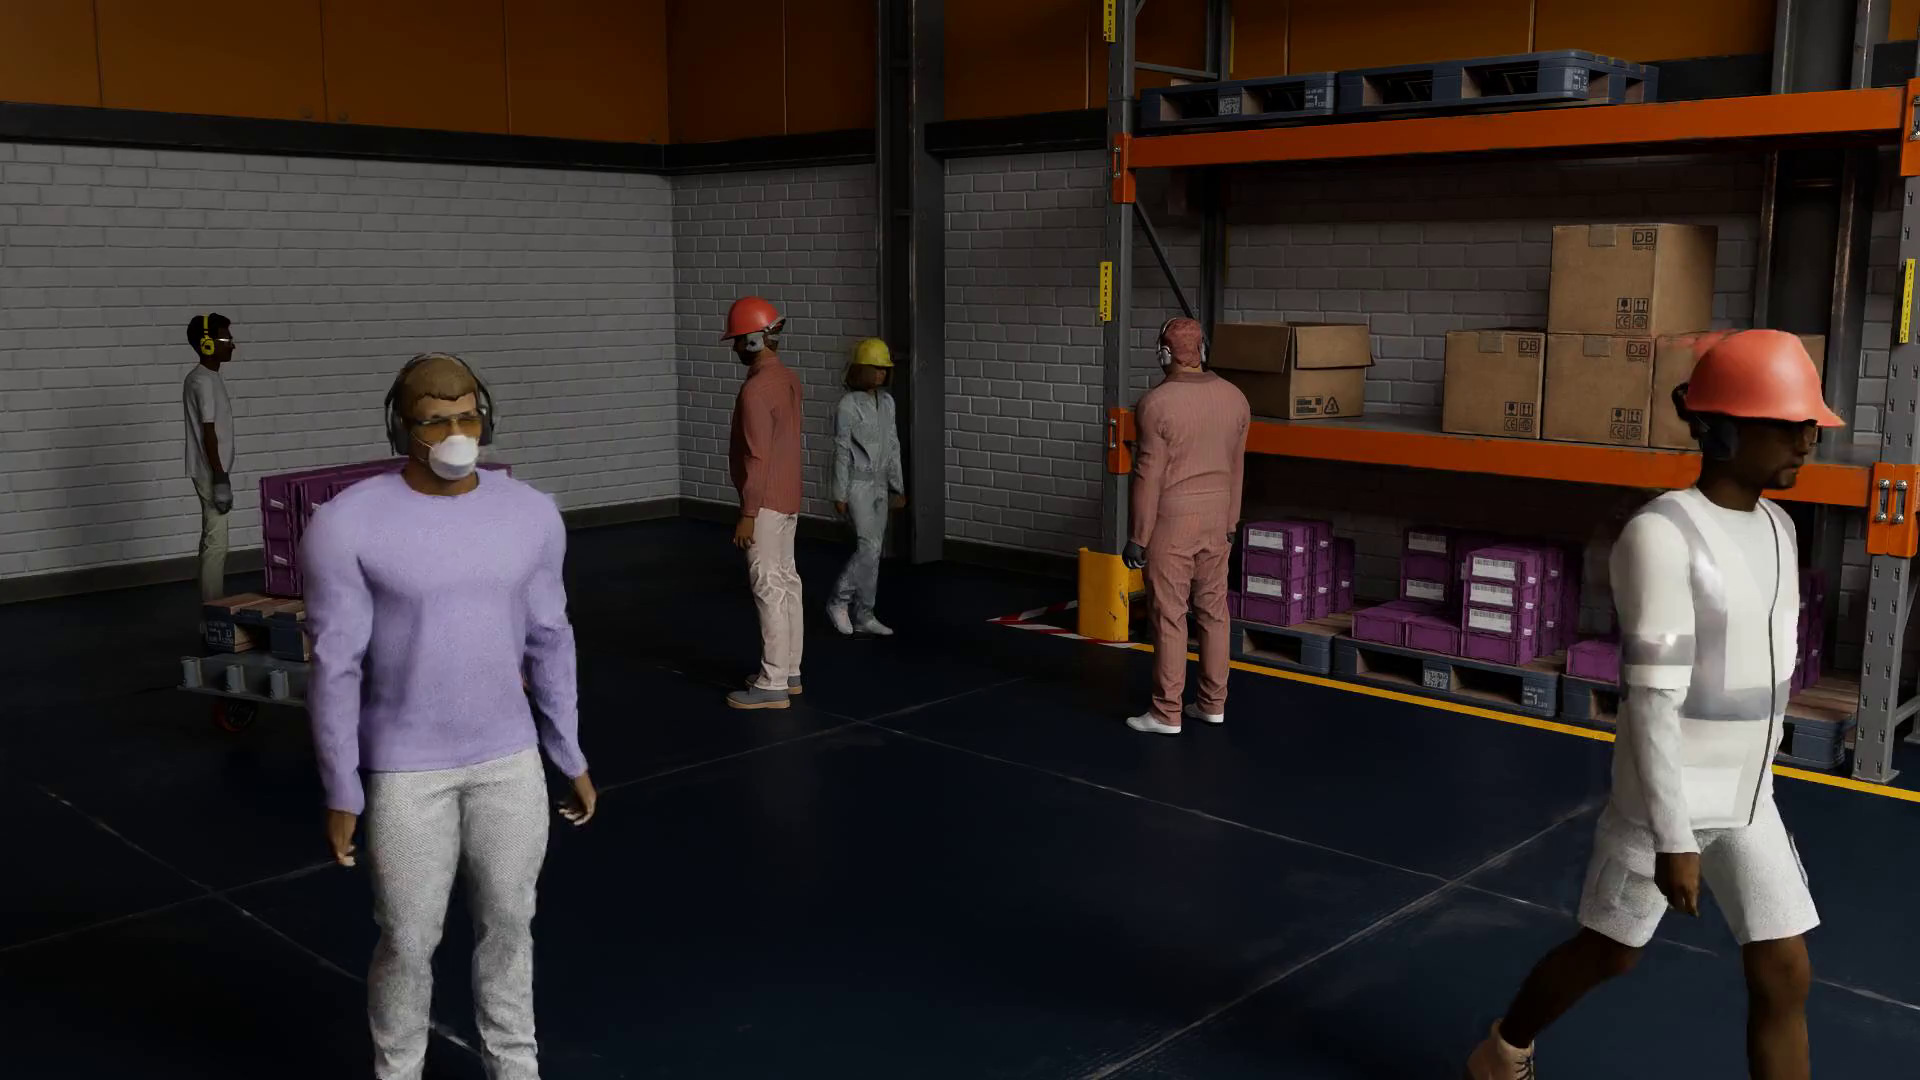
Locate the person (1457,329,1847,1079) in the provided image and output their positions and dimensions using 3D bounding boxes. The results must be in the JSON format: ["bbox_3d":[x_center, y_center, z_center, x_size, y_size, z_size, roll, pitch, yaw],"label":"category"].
[{"bbox_3d":[1.600,0.528,3.716,0.619,2.003,1.030,-6,11,-32],"label":"person"}]

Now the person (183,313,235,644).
[{"bbox_3d":[-4.229,-0.349,9.470,0.334,1.873,0.521,-5,10,-27],"label":"person"}]

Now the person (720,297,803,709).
[{"bbox_3d":[-0.950,-0.177,8.063,0.388,1.987,0.608,2,9,11],"label":"person"}]

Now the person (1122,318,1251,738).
[{"bbox_3d":[1.003,-0.056,7.589,0.639,1.902,0.406,-6,11,-33],"label":"person"}]

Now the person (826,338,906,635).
[{"bbox_3d":[-0.518,-0.288,9.541,0.366,1.731,0.499,5,11,30],"label":"person"}]

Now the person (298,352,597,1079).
[{"bbox_3d":[-1.184,0.531,3.933,0.675,1.933,0.429,-8,12,-39],"label":"person"}]
